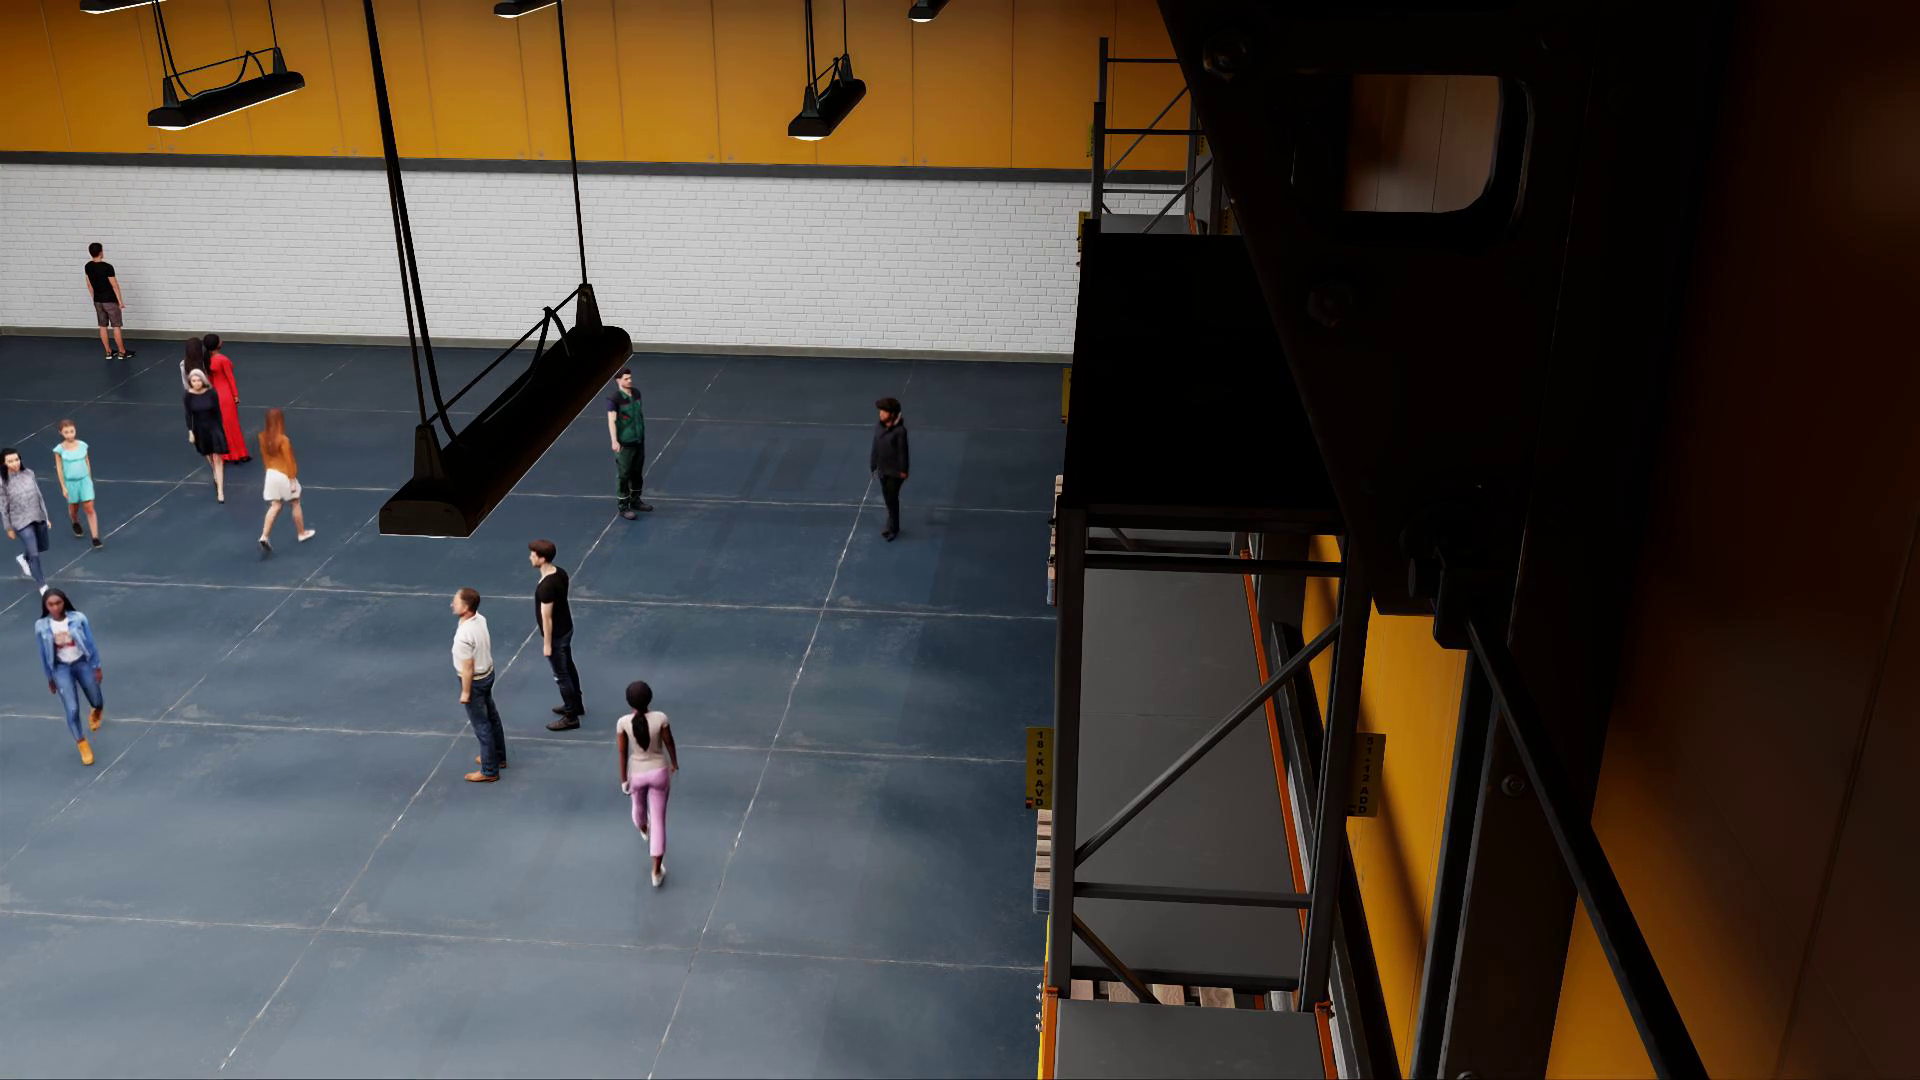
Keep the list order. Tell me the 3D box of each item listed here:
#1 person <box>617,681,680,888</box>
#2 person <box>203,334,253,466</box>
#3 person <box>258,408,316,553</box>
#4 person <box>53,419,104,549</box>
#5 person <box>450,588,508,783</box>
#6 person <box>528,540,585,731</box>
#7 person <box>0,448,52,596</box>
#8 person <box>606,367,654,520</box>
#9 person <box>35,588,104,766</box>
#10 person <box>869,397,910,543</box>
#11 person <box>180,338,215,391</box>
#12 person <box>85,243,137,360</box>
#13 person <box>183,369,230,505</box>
[{"bbox_3d":[-2.500,1.974,13.365,0.725,1.702,1.147,-2,24,-4],"label":"person"},{"bbox_3d":[-9.779,-1.876,22.068,0.705,1.784,0.708,11,26,24],"label":"person"},{"bbox_3d":[-8.009,-0.684,19.451,0.763,1.696,1.076,7,25,16],"label":"person"},{"bbox_3d":[-10.474,-0.687,19.667,1.023,1.529,1.085,-18,29,-35],"label":"person"},{"bbox_3d":[-4.280,1.268,14.787,0.715,1.856,0.486,2,24,4],"label":"person"},{"bbox_3d":[-3.780,0.873,15.646,0.733,1.892,0.522,0,24,-1],"label":"person"},{"bbox_3d":[-10.341,-0.220,18.367,0.916,1.716,0.991,14,27,28],"label":"person"},{"bbox_3d":[-4.074,-1.223,20.432,0.823,1.900,0.666,13,27,27],"label":"person"},{"bbox_3d":[-8.095,1.182,15.180,0.858,1.698,0.970,-12,26,-25],"label":"person"},{"bbox_3d":[-0.775,-0.881,19.821,0.757,1.762,0.790,17,29,33],"label":"person"},{"bbox_3d":[-10.163,-1.931,22.386,0.669,1.631,0.638,-7,25,-15],"label":"person"},{"bbox_3d":[-13.553,-3.799,26.372,0.688,1.861,0.599,4,24,9],"label":"person"},{"bbox_3d":[-9.481,-1.341,20.982,0.978,1.674,1.319,-8,25,-18],"label":"person"}]
